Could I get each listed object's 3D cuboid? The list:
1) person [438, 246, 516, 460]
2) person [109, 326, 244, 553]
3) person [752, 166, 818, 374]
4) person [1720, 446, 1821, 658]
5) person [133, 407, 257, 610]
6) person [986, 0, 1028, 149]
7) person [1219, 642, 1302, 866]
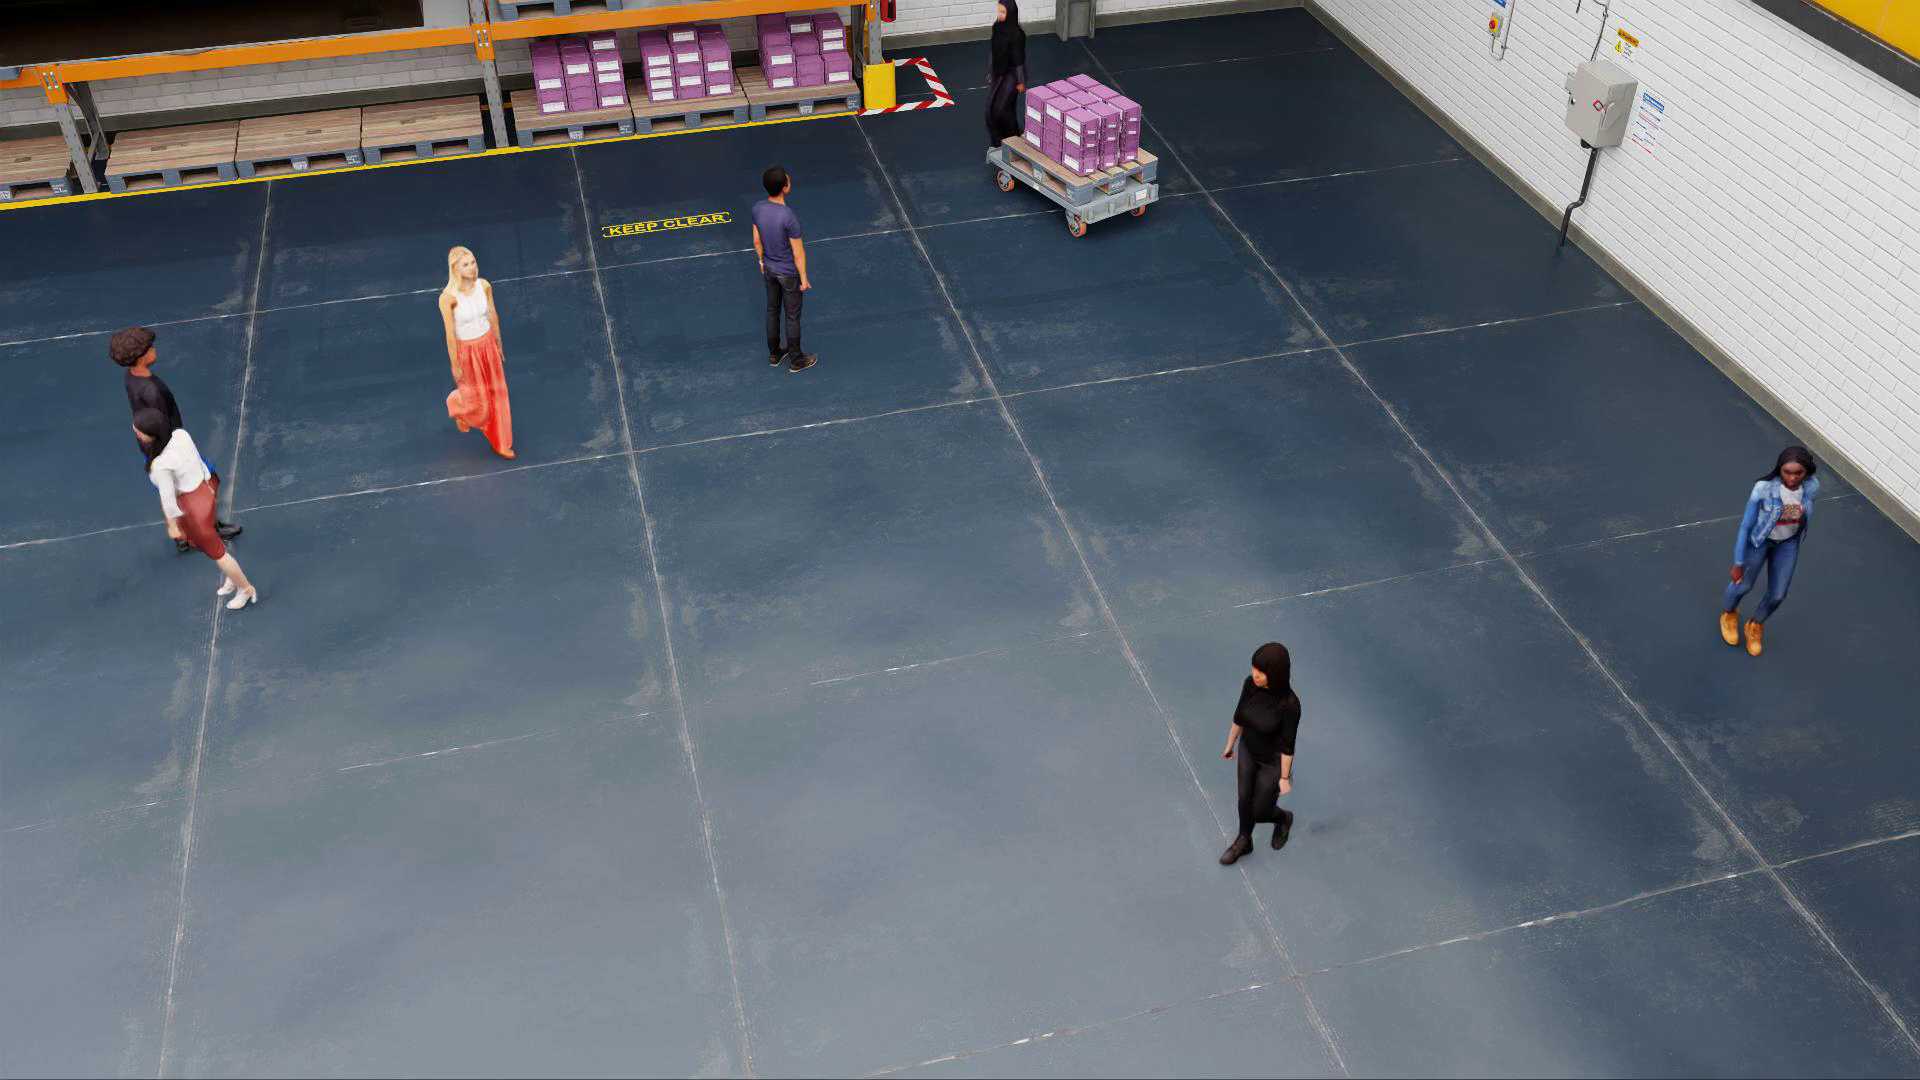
[{"bbox_3d":[-3.708,-1.424,12.544,0.926,1.787,0.909,29,47,32],"label":"person"},{"bbox_3d":[-5.608,-0.640,11.566,0.775,1.782,0.821,32,48,33],"label":"person"},{"bbox_3d":[-1.454,-2.192,13.502,0.706,1.793,0.755,21,43,25],"label":"person"},{"bbox_3d":[5.230,0.026,10.813,0.710,1.682,0.793,-7,39,-8],"label":"person"},{"bbox_3d":[-5.046,-0.197,11.054,0.606,1.730,0.662,5,39,6],"label":"person"},{"bbox_3d":[0.542,-4.712,16.807,0.826,1.606,0.737,-19,42,-22],"label":"person"},{"bbox_3d":[1.764,1.193,9.392,0.823,1.632,0.744,-27,46,-30],"label":"person"}]
